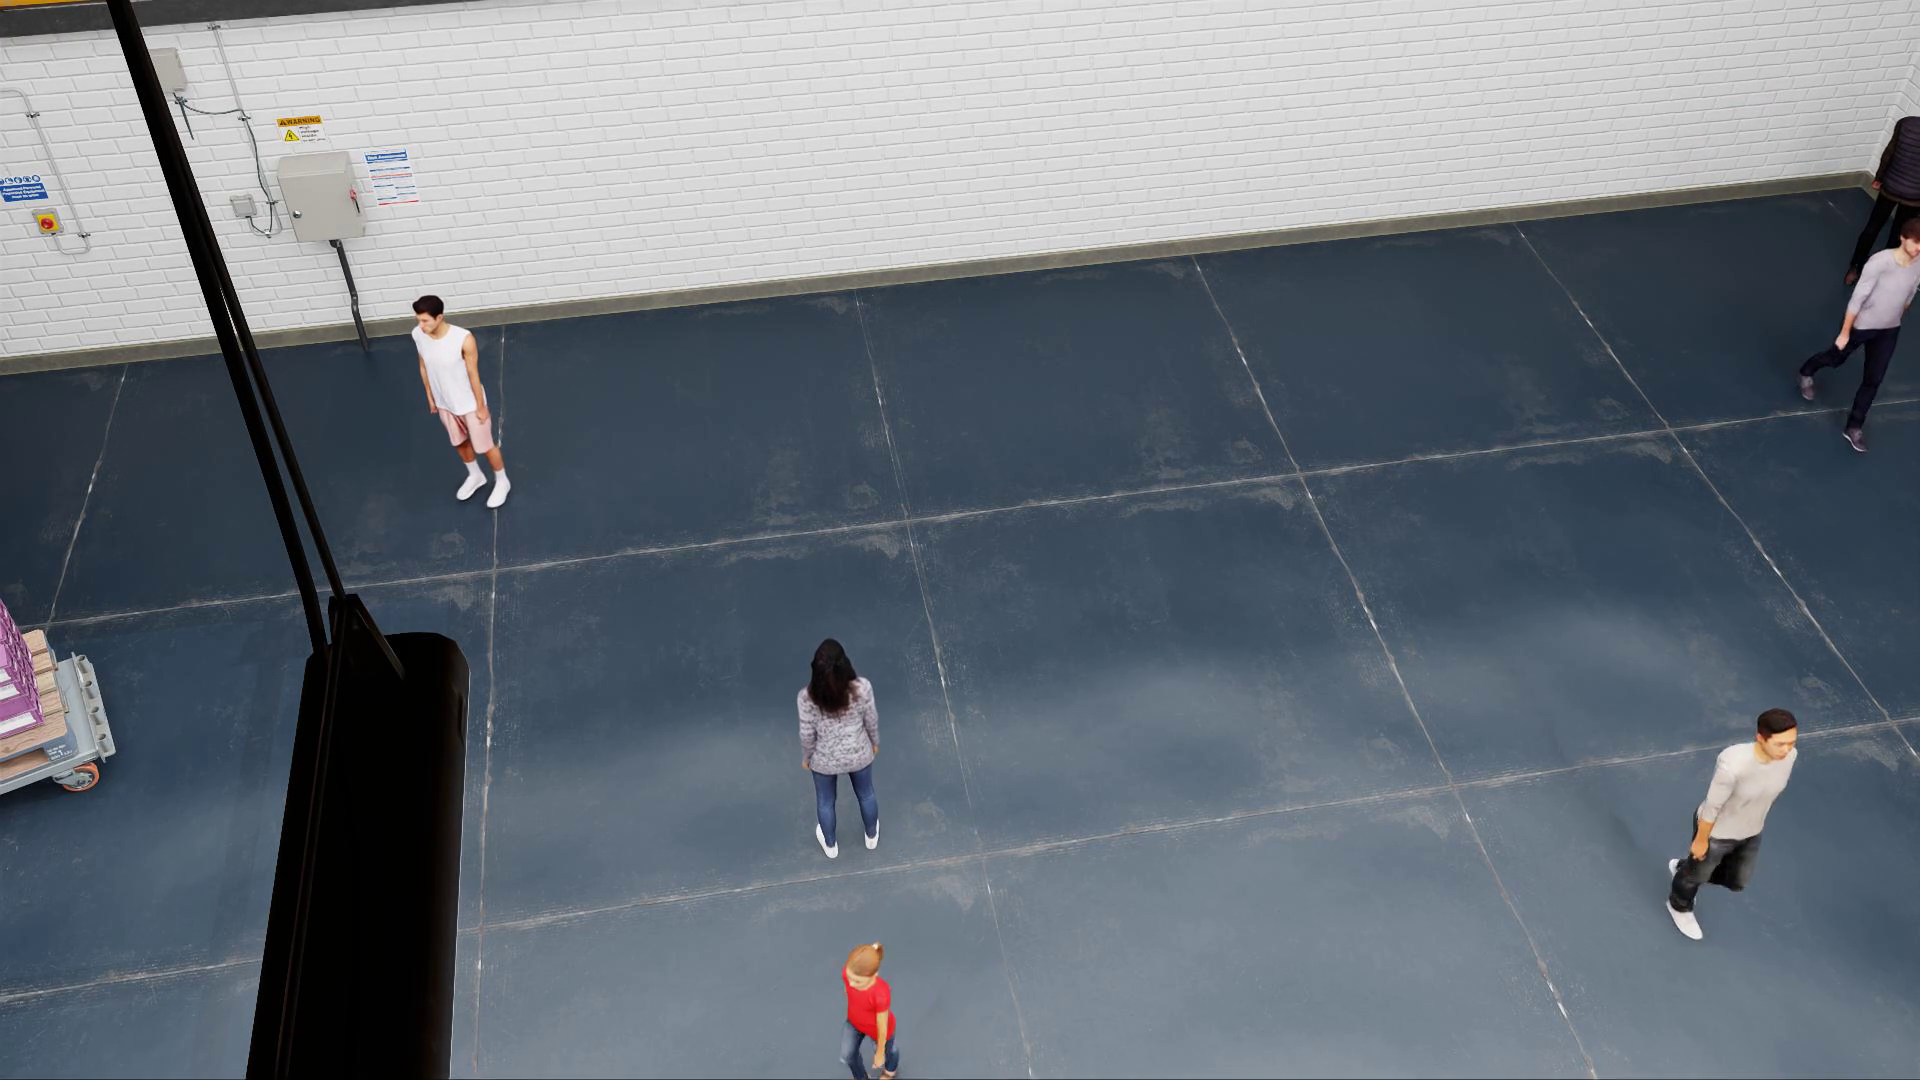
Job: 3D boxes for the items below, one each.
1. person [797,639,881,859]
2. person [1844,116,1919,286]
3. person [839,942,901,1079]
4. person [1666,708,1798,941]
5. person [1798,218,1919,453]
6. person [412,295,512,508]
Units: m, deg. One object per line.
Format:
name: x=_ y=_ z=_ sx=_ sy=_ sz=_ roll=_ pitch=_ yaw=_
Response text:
person: x=-0.689 y=1.200 z=9.495 sx=0.611 sy=1.732 sz=0.519 roll=-8 pitch=44 yaw=-8
person: x=7.780 y=-2.881 z=13.704 sx=0.837 sy=1.835 sz=0.719 roll=-32 pitch=52 yaw=-29
person: x=-0.411 y=2.429 z=8.520 sx=0.633 sy=1.298 sz=0.693 roll=25 pitch=49 yaw=24
person: x=4.165 y=1.494 z=9.137 sx=0.672 sy=1.800 sz=0.687 roll=-10 pitch=45 yaw=-11
person: x=6.755 y=-1.655 z=12.440 sx=0.766 sy=1.802 sz=1.197 roll=-2 pitch=44 yaw=-2
person: x=-3.530 y=-1.015 z=11.786 sx=0.736 sy=1.778 sz=0.743 roll=14 pitch=45 yaw=14
